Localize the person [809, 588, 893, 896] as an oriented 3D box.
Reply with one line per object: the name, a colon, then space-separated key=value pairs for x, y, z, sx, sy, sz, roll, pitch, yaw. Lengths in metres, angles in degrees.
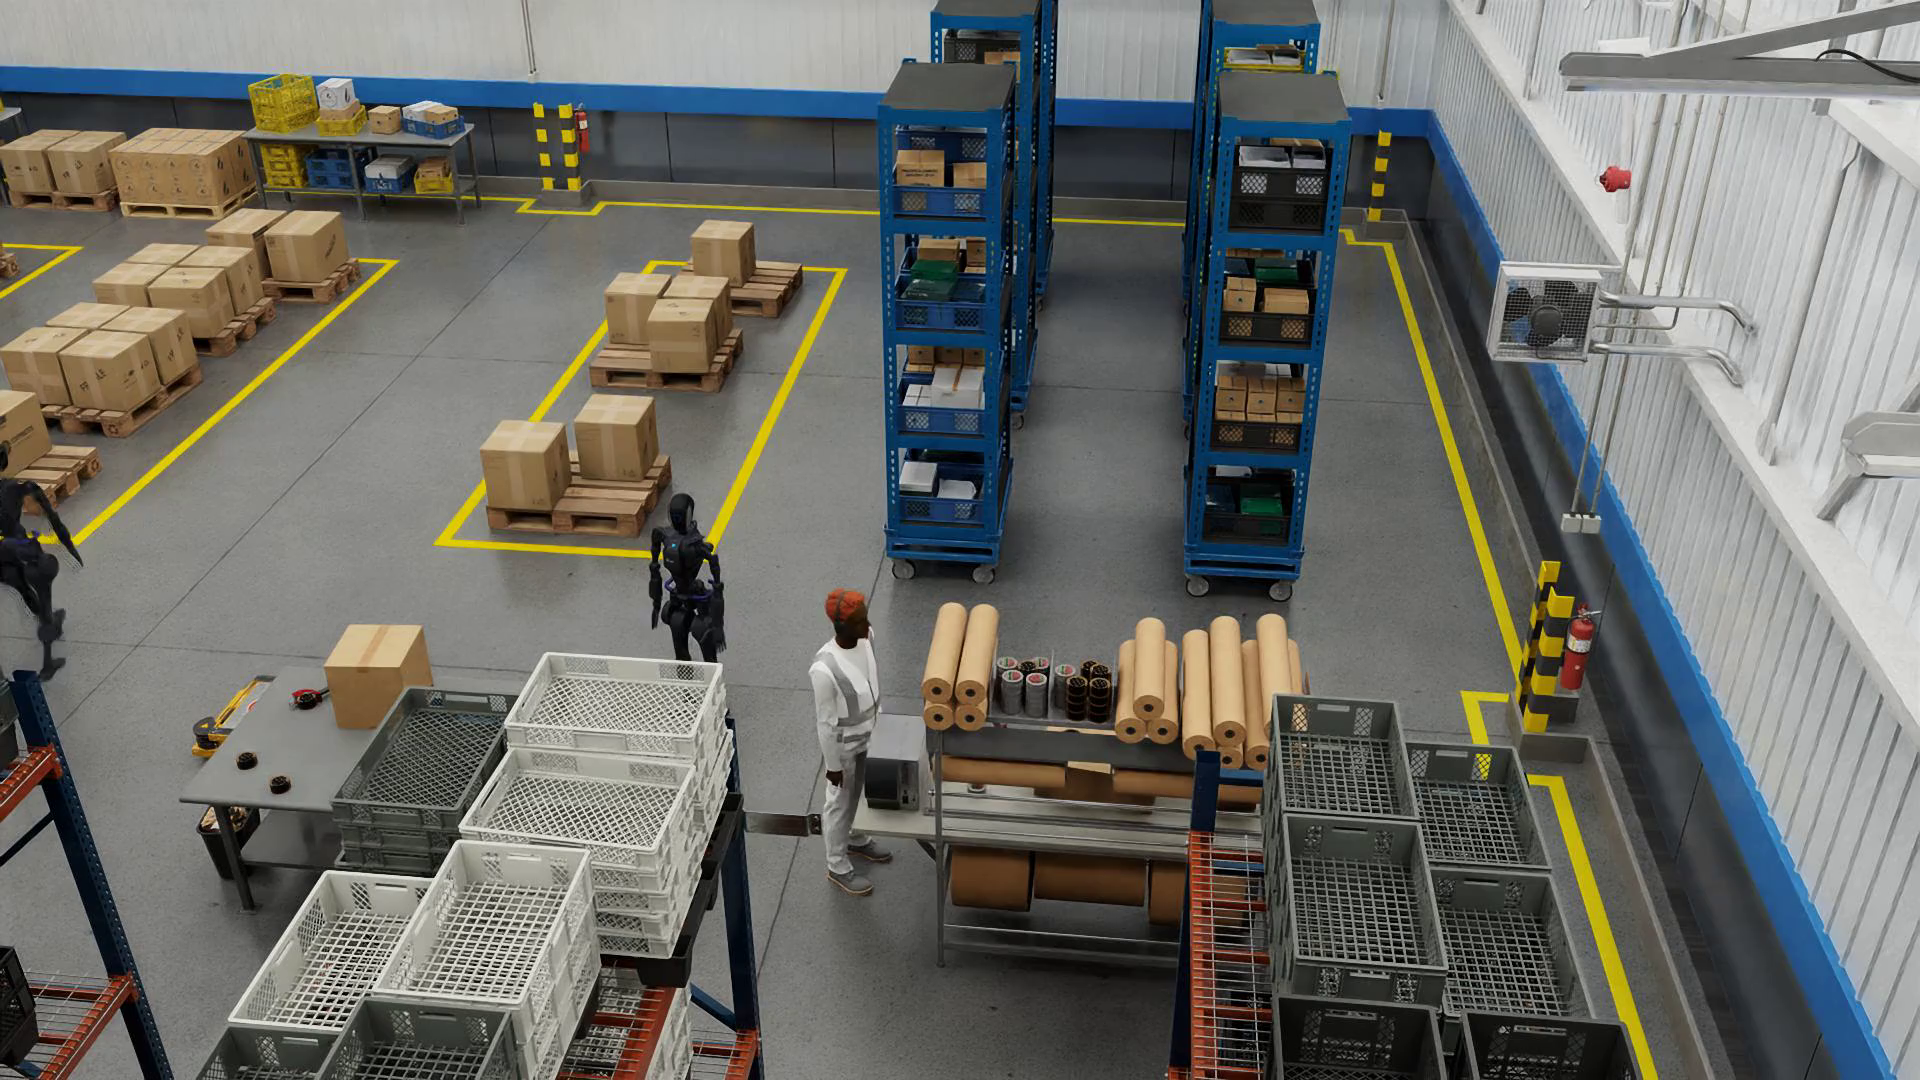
person: x=-0.598 y=1.096 z=9.185 sx=0.353 sy=1.884 sz=0.573 roll=12 pitch=32 yaw=19

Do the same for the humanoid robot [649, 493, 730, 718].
humanoid robot: x=-1.707 y=0.447 z=10.488 sx=0.605 sy=1.660 sz=0.316 roll=15 pitch=34 yaw=25

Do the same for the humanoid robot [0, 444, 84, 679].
humanoid robot: x=-6.286 y=0.087 z=11.168 sx=0.604 sy=1.638 sz=0.668 roll=0 pitch=30 yaw=0

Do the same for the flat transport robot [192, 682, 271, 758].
flat transport robot: x=-4.089 y=1.163 z=10.648 sx=1.431 sy=0.197 sz=0.652 roll=3 pitch=30 yaw=6
